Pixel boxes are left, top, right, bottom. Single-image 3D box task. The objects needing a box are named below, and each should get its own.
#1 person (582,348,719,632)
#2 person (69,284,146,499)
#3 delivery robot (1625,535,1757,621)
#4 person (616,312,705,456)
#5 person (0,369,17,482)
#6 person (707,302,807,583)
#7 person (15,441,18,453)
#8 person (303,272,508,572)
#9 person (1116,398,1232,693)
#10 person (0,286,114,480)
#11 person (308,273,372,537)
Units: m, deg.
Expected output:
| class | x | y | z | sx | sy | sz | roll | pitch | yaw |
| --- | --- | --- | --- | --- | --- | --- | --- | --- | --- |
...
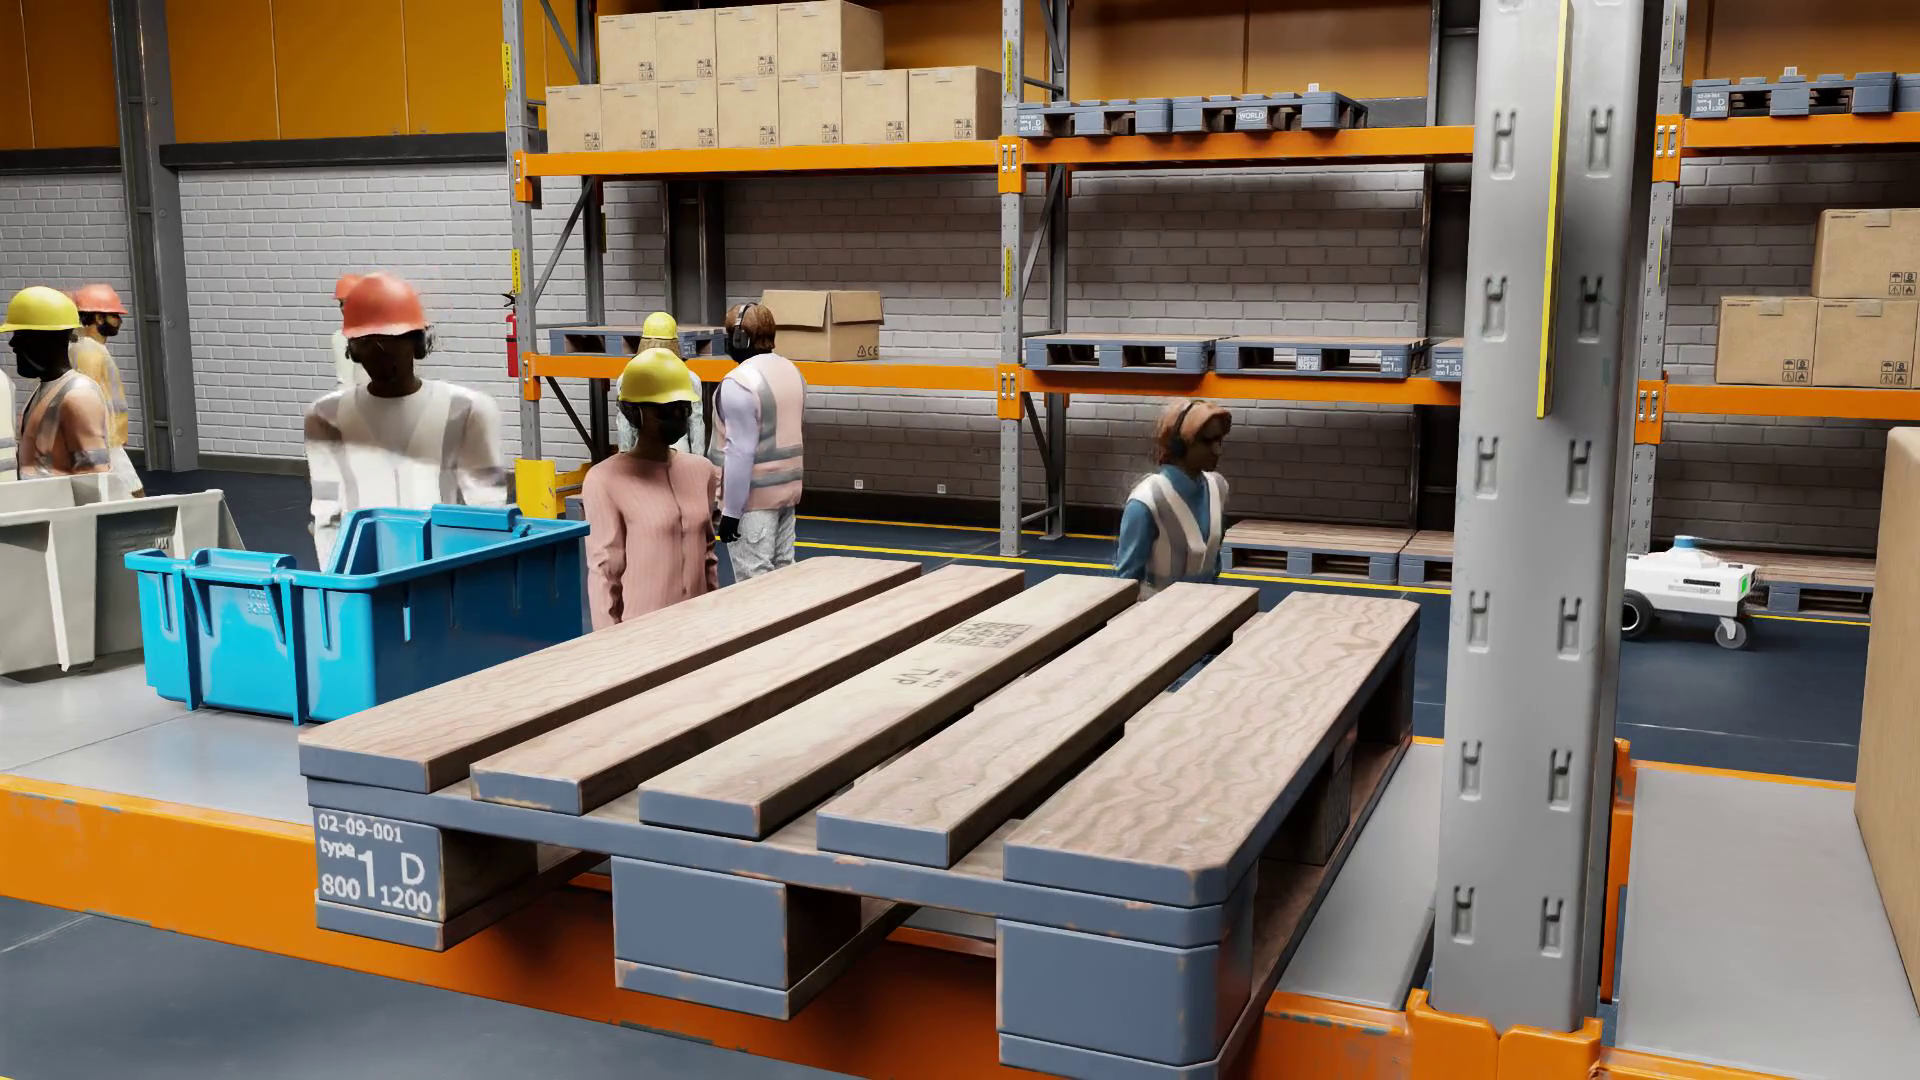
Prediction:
| class | x | y | z | sx | sy | sz | roll | pitch | yaw |
| --- | --- | --- | --- | --- | --- | --- | --- | --- | --- |
| person | -0.916 | 0.297 | 5.115 | 0.311 | 1.769 | 0.522 | 7 | 12 | 35 |
| person | -5.269 | -0.619 | 10.223 | 0.894 | 1.903 | 0.557 | -5 | 11 | -28 |
| delivery robot | 3.872 | 0.219 | 8.919 | 0.707 | 0.478 | 0.477 | 6 | 11 | 31 |
| person | -1.694 | -0.420 | 9.477 | 0.490 | 1.743 | 0.324 | 0 | 9 | -2 |
| person | -4.950 | -0.265 | 8.335 | 0.408 | 1.824 | 0.586 | 0 | 9 | 2 |
| person | -0.949 | -0.176 | 7.725 | 0.429 | 1.842 | 0.633 | 4 | 10 | 21 |
| person | -7.722 | -1.078 | 13.101 | 0.471 | 1.850 | 0.537 | -1 | 10 | -8 |
| person | -1.739 | 0.160 | 5.278 | 0.634 | 1.990 | 1.038 | -2 | 10 | -10 |
| person | 0.636 | 0.314 | 5.558 | 0.602 | 1.589 | 0.519 | 7 | 12 | 36 |
| person | -3.517 | -0.024 | 6.552 | 0.371 | 1.928 | 0.585 | -8 | 12 | -39 |
| person | -4.283 | -0.931 | 11.966 | 0.990 | 1.949 | 0.622 | 6 | 11 | 30 |
